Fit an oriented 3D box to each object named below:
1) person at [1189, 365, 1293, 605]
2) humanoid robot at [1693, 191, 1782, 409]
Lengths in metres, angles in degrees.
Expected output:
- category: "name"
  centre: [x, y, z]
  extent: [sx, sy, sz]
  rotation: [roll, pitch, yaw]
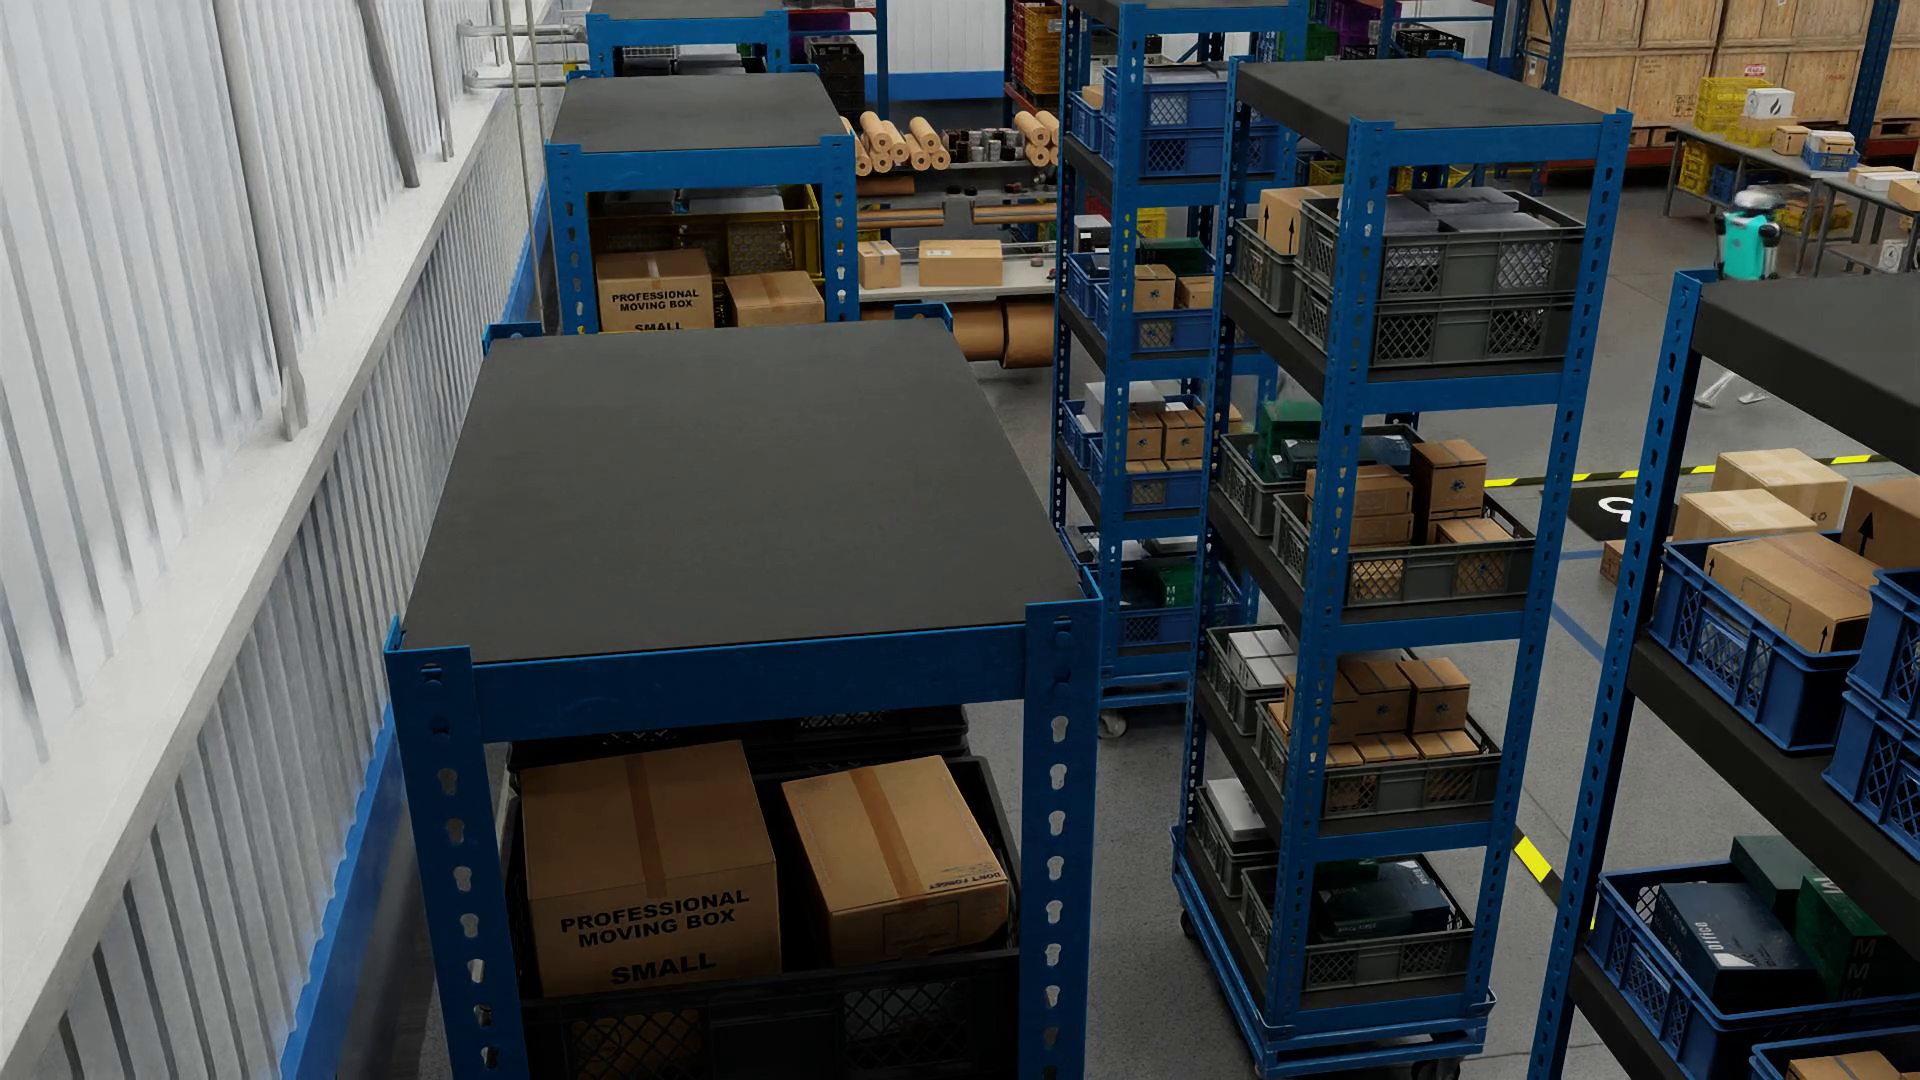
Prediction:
- category: "person"
  centre: [1.589, -0.507, 9.556]
  extent: [0.602, 1.813, 0.923]
  rotation: [-4, 25, -9]
- category: "humanoid robot"
  centre: [5.894, -1.740, 12.305]
  extent: [1.001, 1.721, 0.546]
  rotation: [-11, 27, -23]
